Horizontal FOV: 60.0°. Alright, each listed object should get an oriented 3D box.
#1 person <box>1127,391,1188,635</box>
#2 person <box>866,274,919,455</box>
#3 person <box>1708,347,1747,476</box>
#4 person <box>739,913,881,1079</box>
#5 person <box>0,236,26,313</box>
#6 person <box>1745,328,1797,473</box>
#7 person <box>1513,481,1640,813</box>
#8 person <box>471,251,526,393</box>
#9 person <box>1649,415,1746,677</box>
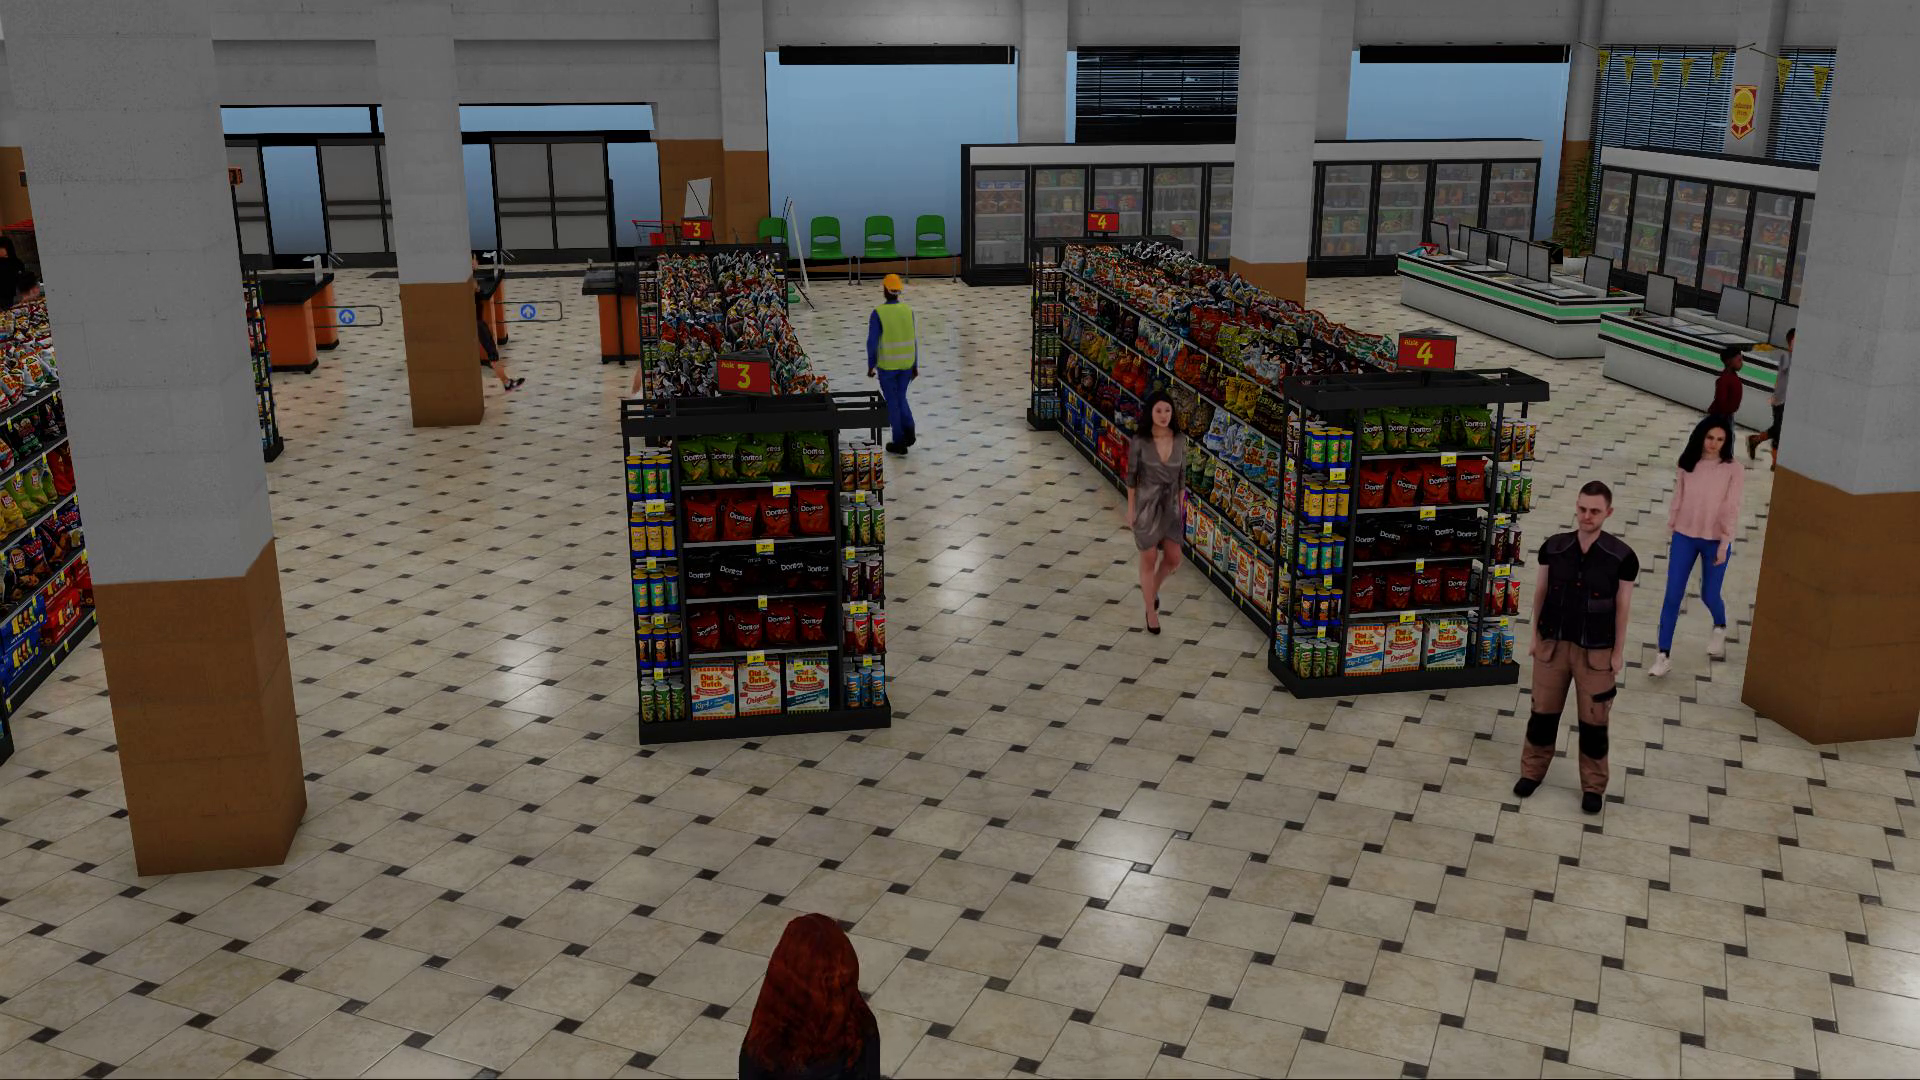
[{"bbox_3d":[1.356,-0.205,11.687,0.594,1.736,0.697,-3,17,-9],"label":"person"},{"bbox_3d":[-0.619,-1.729,16.599,0.785,1.798,0.820,-10,20,-30],"label":"person"},{"bbox_3d":[7.231,-1.229,15.905,0.774,1.244,0.696,15,22,40],"label":"person"},{"bbox_3d":[-0.388,1.912,4.671,0.810,1.761,1.142,-9,19,-26],"label":"person"},{"bbox_3d":[-12.119,-3.074,21.301,0.599,1.640,0.533,-1,17,-3],"label":"person"},{"bbox_3d":[7.986,-1.406,16.148,0.752,1.441,0.954,-8,19,-24],"label":"person"},{"bbox_3d":[3.354,0.554,9.014,0.762,1.837,0.820,11,20,33],"label":"person"},{"bbox_3d":[-5.697,-2.438,19.111,0.935,1.694,1.101,-11,20,-32],"label":"person"},{"bbox_3d":[4.909,0.033,10.911,1.119,1.731,1.117,15,22,40],"label":"person"}]
